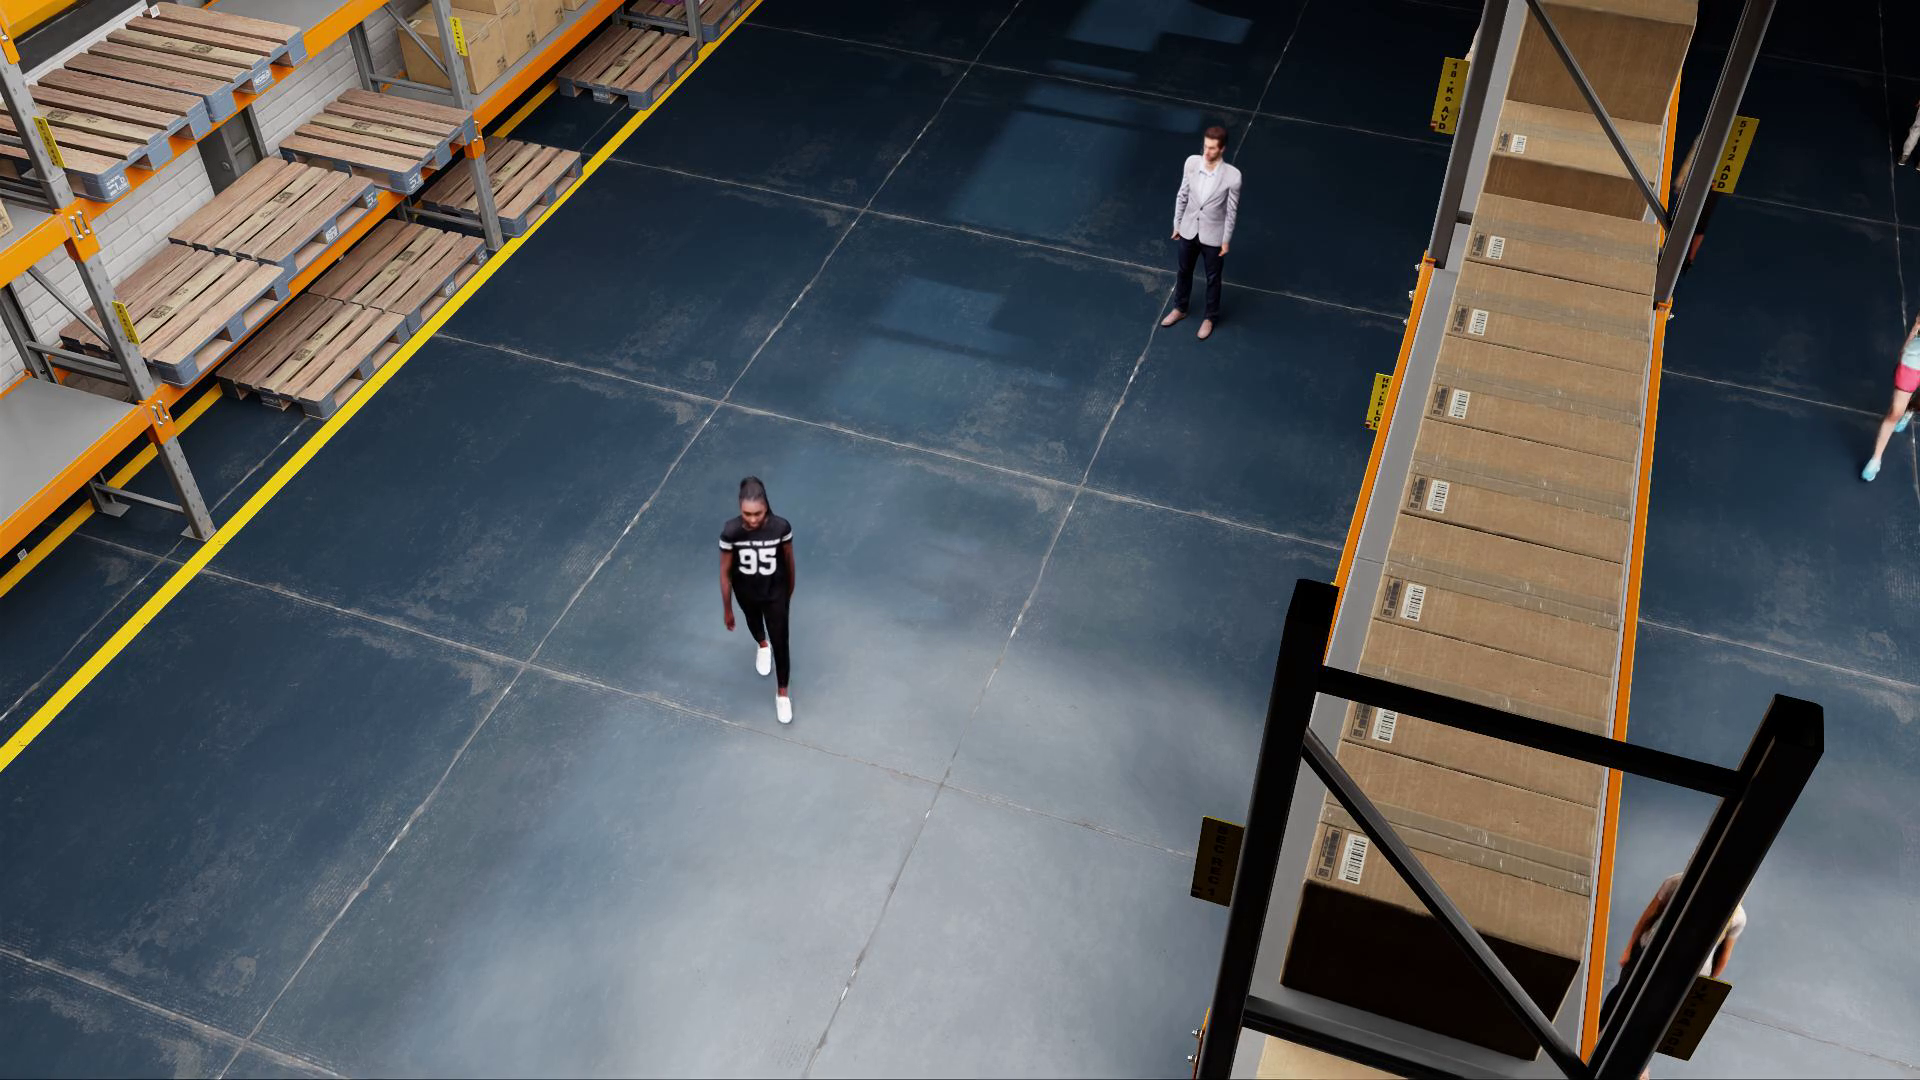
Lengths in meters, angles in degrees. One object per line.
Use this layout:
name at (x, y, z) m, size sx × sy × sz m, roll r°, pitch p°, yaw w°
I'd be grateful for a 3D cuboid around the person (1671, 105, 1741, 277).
person at (6.289, -2.972, 14.071) m, size 0.643 × 1.655 × 0.623 m, roll 0°, pitch 44°, yaw 0°

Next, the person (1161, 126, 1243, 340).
person at (1.977, -2.508, 13.440) m, size 0.723 × 1.853 × 0.650 m, roll 23°, pitch 48°, yaw 23°

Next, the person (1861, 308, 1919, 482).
person at (7.134, -1.298, 12.252) m, size 0.766 × 1.740 × 1.185 m, roll 24°, pitch 49°, yaw 23°

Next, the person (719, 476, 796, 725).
person at (-1.285, 0.260, 10.644) m, size 0.909 × 1.701 × 1.105 m, roll -3°, pitch 44°, yaw -3°

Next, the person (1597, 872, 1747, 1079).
person at (3.655, 2.159, 8.560) m, size 0.647 × 1.827 × 0.584 m, roll 22°, pitch 48°, yaw 21°
